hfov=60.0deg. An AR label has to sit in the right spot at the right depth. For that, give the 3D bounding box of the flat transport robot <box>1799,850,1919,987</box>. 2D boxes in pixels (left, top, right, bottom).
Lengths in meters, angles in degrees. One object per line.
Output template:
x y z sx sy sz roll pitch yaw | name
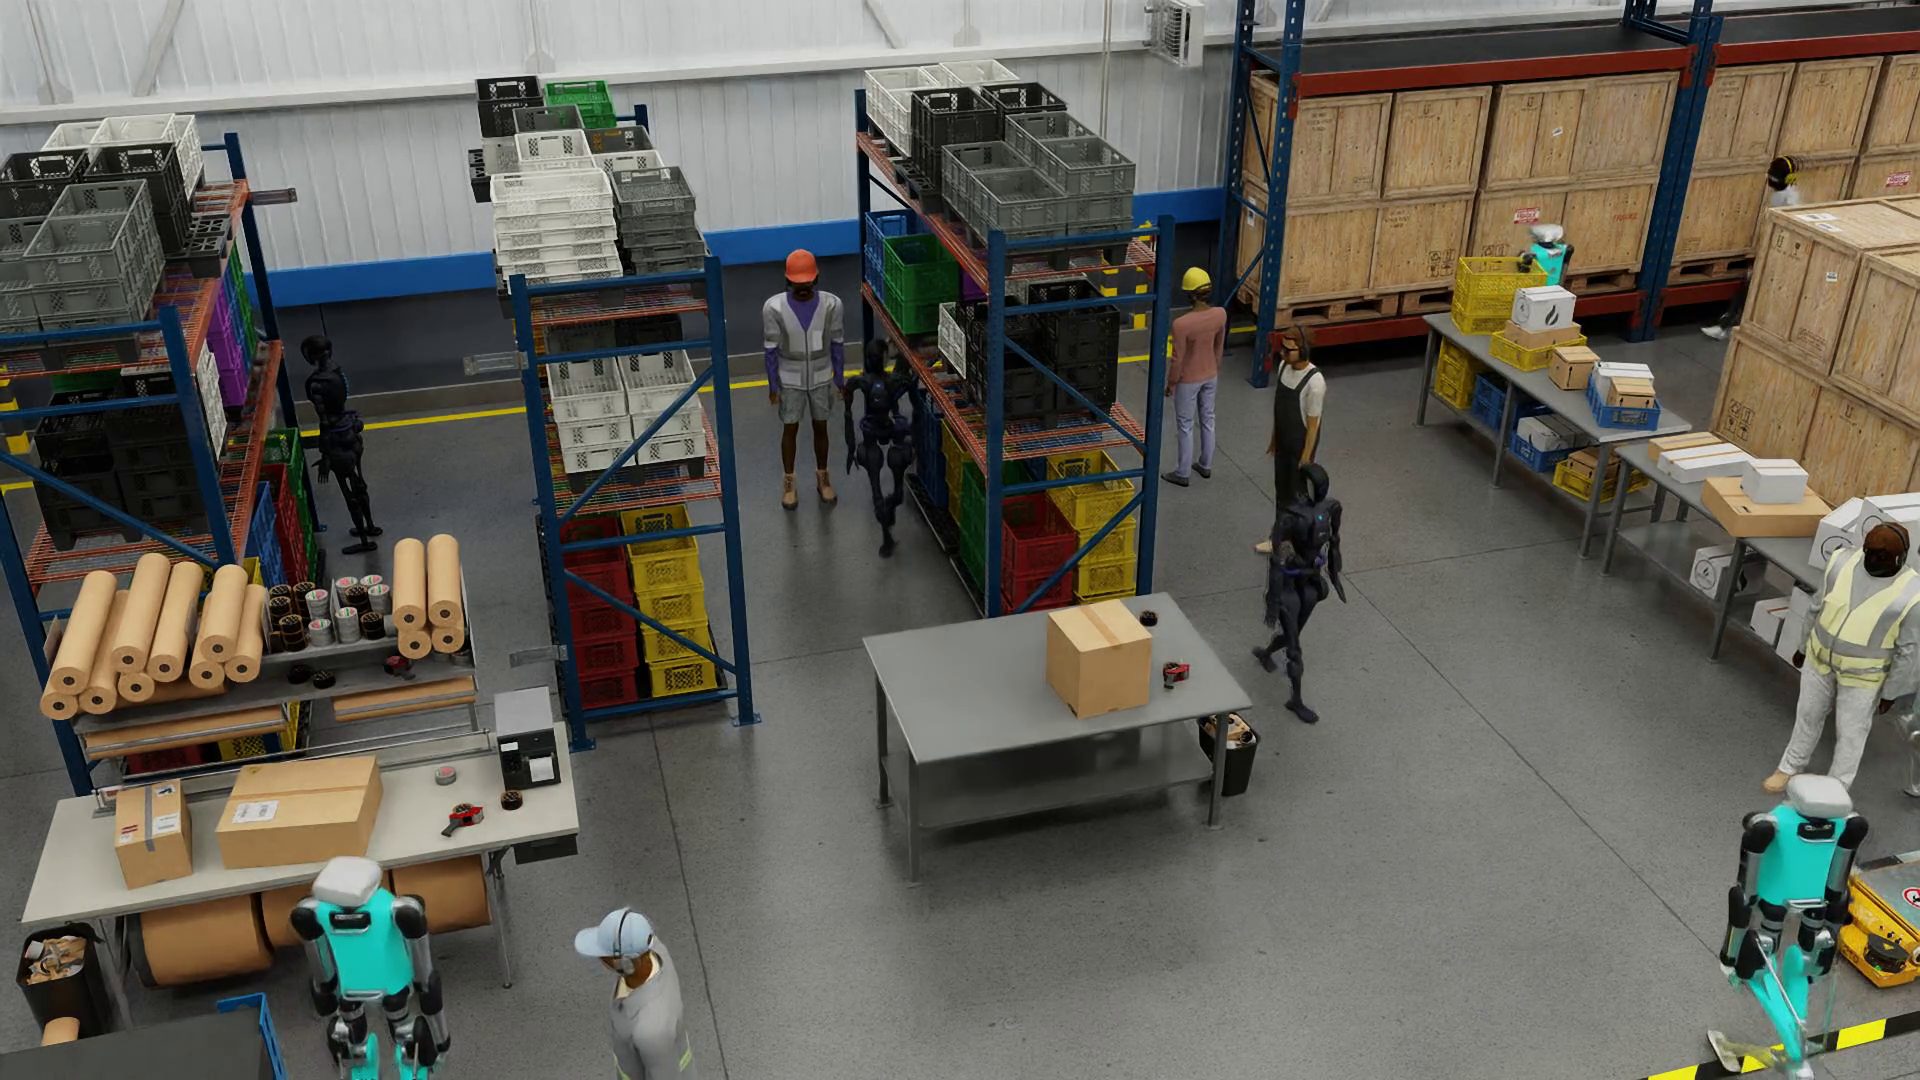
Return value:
5.163 1.916 8.676 1.431 0.231 0.659 -8 30 -14 | flat transport robot

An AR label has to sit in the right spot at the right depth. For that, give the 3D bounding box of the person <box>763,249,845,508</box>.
-1.155 -1.210 12.524 0.605 2.045 0.387 -6 29 -11 | person

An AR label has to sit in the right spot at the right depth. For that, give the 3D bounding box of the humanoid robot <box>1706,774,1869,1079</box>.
3.650 1.935 7.189 0.533 1.769 1.039 -3 29 -5 | humanoid robot

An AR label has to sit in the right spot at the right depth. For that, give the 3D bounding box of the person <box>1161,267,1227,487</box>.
1.808 -1.262 12.910 0.522 1.760 0.323 -18 34 -30 | person

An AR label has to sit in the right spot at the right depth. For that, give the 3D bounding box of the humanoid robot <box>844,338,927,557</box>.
-0.532 -0.730 12.060 0.592 1.636 0.654 1 29 1 | humanoid robot

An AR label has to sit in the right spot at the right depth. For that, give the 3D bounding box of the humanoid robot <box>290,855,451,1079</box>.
-2.381 2.224 6.693 0.550 1.879 0.806 1 29 2 | humanoid robot

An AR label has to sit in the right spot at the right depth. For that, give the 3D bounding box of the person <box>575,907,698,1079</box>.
-1.230 2.176 6.562 0.396 1.850 0.588 -7 30 -13 | person

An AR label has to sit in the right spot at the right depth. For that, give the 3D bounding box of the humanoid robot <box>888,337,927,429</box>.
-0.466 -1.649 13.702 0.457 1.643 0.599 -4 29 -8 | humanoid robot

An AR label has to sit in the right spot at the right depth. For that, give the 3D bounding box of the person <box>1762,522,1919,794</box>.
4.941 0.711 9.250 0.429 1.834 0.632 -16 33 -27 | person

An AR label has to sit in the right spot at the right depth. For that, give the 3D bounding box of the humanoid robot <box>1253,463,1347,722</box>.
2.098 0.259 10.293 0.601 1.643 0.778 -16 33 -26 | humanoid robot

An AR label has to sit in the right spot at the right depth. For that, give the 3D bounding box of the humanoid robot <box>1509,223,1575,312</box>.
4.644 -1.892 14.125 0.556 1.815 0.888 -13 31 -23 | humanoid robot

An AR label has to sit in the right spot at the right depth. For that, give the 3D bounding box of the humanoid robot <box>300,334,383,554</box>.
-4.467 -0.699 11.955 0.315 1.658 0.599 -2 29 -3 | humanoid robot

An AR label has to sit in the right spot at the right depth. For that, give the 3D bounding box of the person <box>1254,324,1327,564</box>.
2.349 -0.660 11.739 0.346 1.837 0.502 -12 31 -21 | person

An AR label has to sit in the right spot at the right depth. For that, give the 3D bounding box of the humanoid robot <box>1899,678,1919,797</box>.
5.687 0.768 9.255 0.955 1.759 0.548 -11 31 -19 | humanoid robot

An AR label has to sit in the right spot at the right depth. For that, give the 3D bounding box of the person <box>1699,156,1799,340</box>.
7.524 -2.675 15.422 0.996 1.807 0.555 -1 29 -2 | person

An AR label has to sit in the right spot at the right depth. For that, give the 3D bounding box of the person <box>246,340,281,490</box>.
-5.160 -0.970 12.293 0.421 1.855 0.667 -17 33 -29 | person
